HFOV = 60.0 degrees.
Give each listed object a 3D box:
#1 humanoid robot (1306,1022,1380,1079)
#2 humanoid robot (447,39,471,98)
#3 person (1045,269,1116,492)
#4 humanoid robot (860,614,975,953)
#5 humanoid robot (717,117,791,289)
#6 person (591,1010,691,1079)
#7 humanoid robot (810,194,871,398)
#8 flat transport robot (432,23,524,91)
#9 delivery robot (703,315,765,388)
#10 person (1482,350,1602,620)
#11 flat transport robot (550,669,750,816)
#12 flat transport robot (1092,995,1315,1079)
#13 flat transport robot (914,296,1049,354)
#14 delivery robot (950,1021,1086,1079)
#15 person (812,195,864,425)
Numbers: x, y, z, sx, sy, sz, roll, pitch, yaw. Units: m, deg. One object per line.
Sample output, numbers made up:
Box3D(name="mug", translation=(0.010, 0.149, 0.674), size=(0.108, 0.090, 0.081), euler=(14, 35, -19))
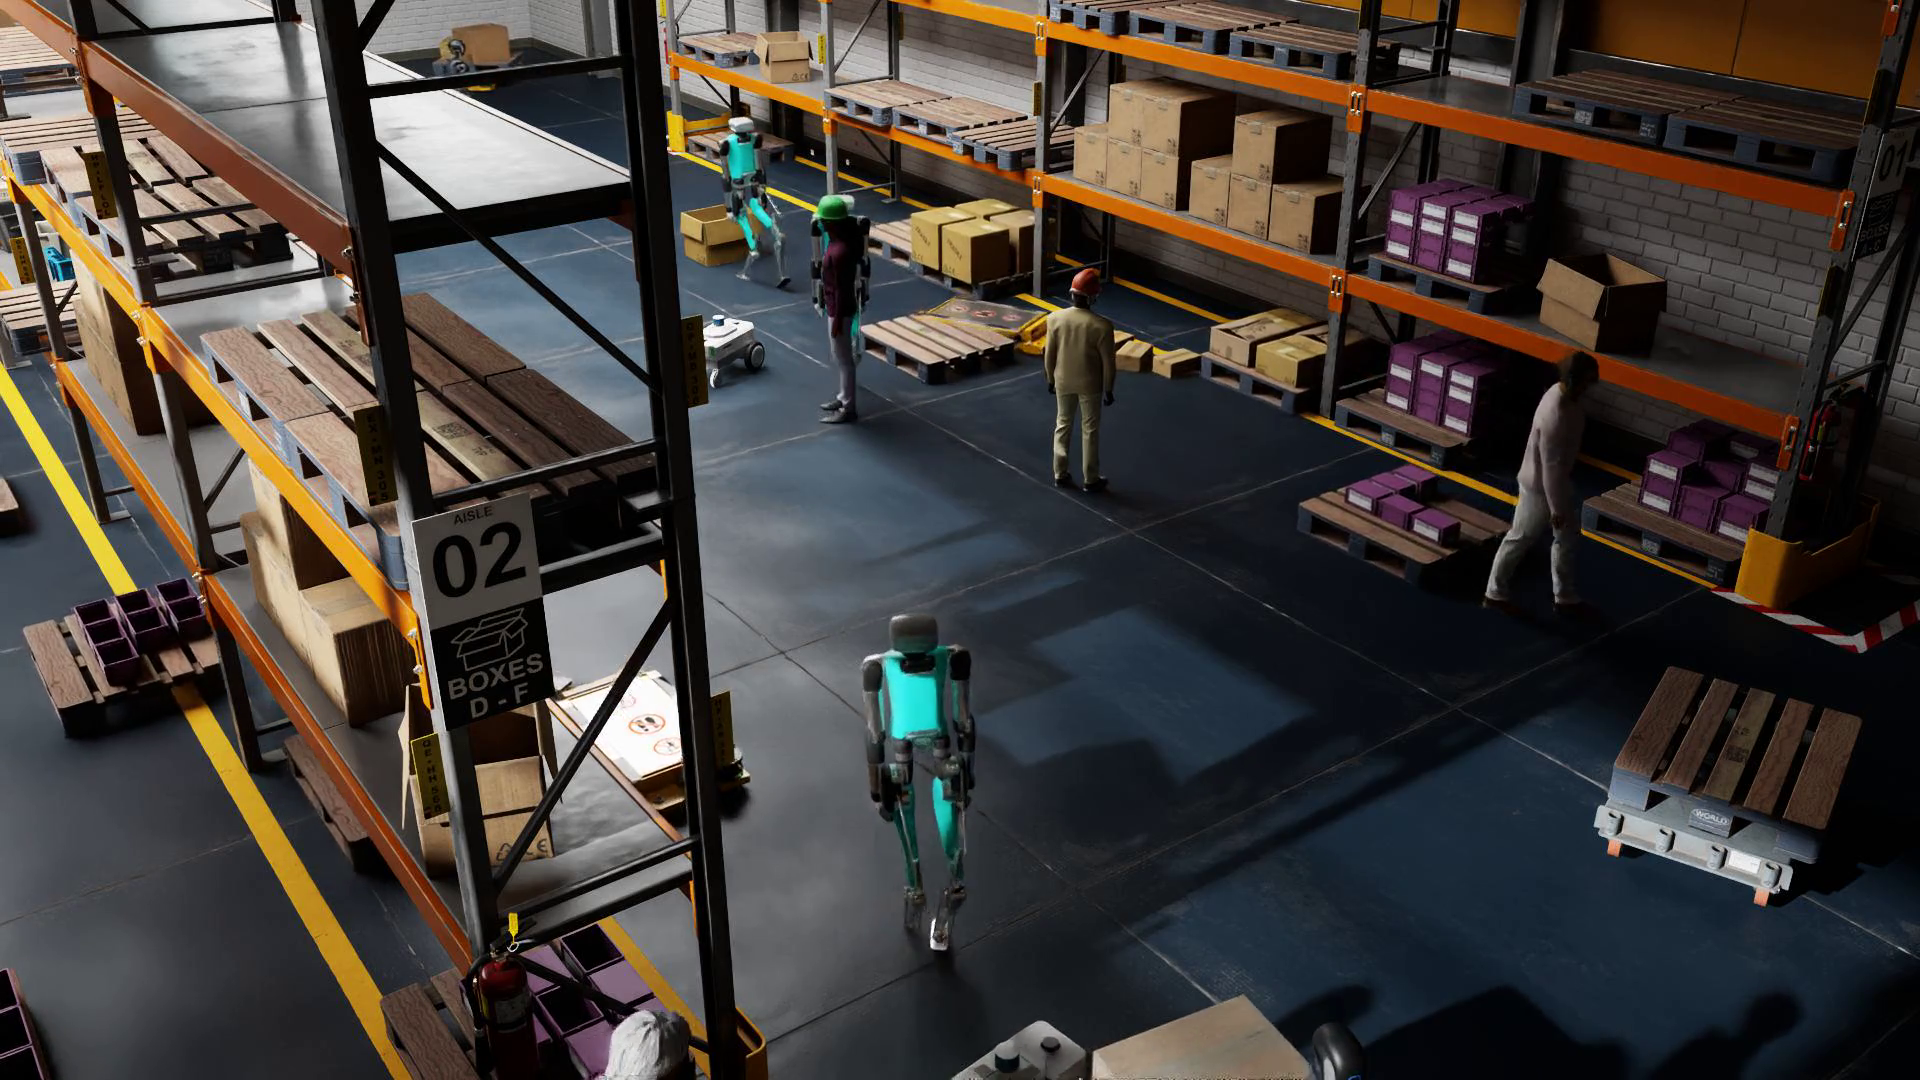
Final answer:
Box3D(name="humanoid robot", translation=(1.249, 2.354, 5.730), size=(0.586, 1.649, 0.428), euler=(-11, 29, -20))
Box3D(name="humanoid robot", translation=(-6.506, -5.771, 21.926), size=(0.708, 1.637, 0.594), euler=(-14, 30, -26))
Box3D(name="person", translation=(0.933, -1.227, 12.774), size=(0.571, 1.749, 0.339), euler=(12, 29, 22))
Box3D(name="humanoid robot", translation=(-0.144, 1.276, 7.849), size=(0.548, 1.799, 0.782), euler=(-6, 27, -11))
Box3D(name="humanoid robot", translation=(-2.046, -3.433, 17.219), size=(0.530, 1.776, 0.985), euler=(-22, 34, -37))
Box3D(name="person", translation=(-0.966, 2.305, 5.678), size=(0.860, 1.810, 0.531), euler=(-13, 30, -24))
Box3D(name="humanoid robot", translation=(-0.978, -2.050, 14.459), size=(0.554, 1.783, 0.895), euler=(-7, 28, -14))
Box3D(name="flat transport robot", translation=(-7.721, -7.473, 26.852), size=(0.659, 0.231, 1.431), euler=(0, 27, 1))
Box3D(name="delivery robot", translation=(-2.175, -1.756, 15.155), size=(0.499, 0.589, 0.782), euler=(13, 29, 24))
Box3D(name="person", translation=(3.920, -0.311, 10.784), size=(0.871, 1.901, 0.651), euler=(14, 30, 26))
Box3D(name="flat transport robot", translation=(-1.865, 1.135, 9.730), size=(0.659, 0.231, 1.431), euler=(-18, 32, -31))
Box3D(name="flat transport robot", translation=(0.928, 2.874, 6.270), size=(1.431, 0.231, 0.659), euler=(-13, 29, -24))
Box3D(name="flat transport robot", translation=(0.301, -2.086, 16.136), size=(1.431, 0.231, 0.659), euler=(13, 30, 25))
Box3D(name="delivery robot", translation=(0.207, 2.353, 6.978), size=(0.765, 0.585, 0.499), euler=(-23, 34, -38))
Box3D(name="person", translation=(-1.014, -1.934, 13.965), size=(0.432, 1.948, 0.497), euler=(-2, 27, -4))
